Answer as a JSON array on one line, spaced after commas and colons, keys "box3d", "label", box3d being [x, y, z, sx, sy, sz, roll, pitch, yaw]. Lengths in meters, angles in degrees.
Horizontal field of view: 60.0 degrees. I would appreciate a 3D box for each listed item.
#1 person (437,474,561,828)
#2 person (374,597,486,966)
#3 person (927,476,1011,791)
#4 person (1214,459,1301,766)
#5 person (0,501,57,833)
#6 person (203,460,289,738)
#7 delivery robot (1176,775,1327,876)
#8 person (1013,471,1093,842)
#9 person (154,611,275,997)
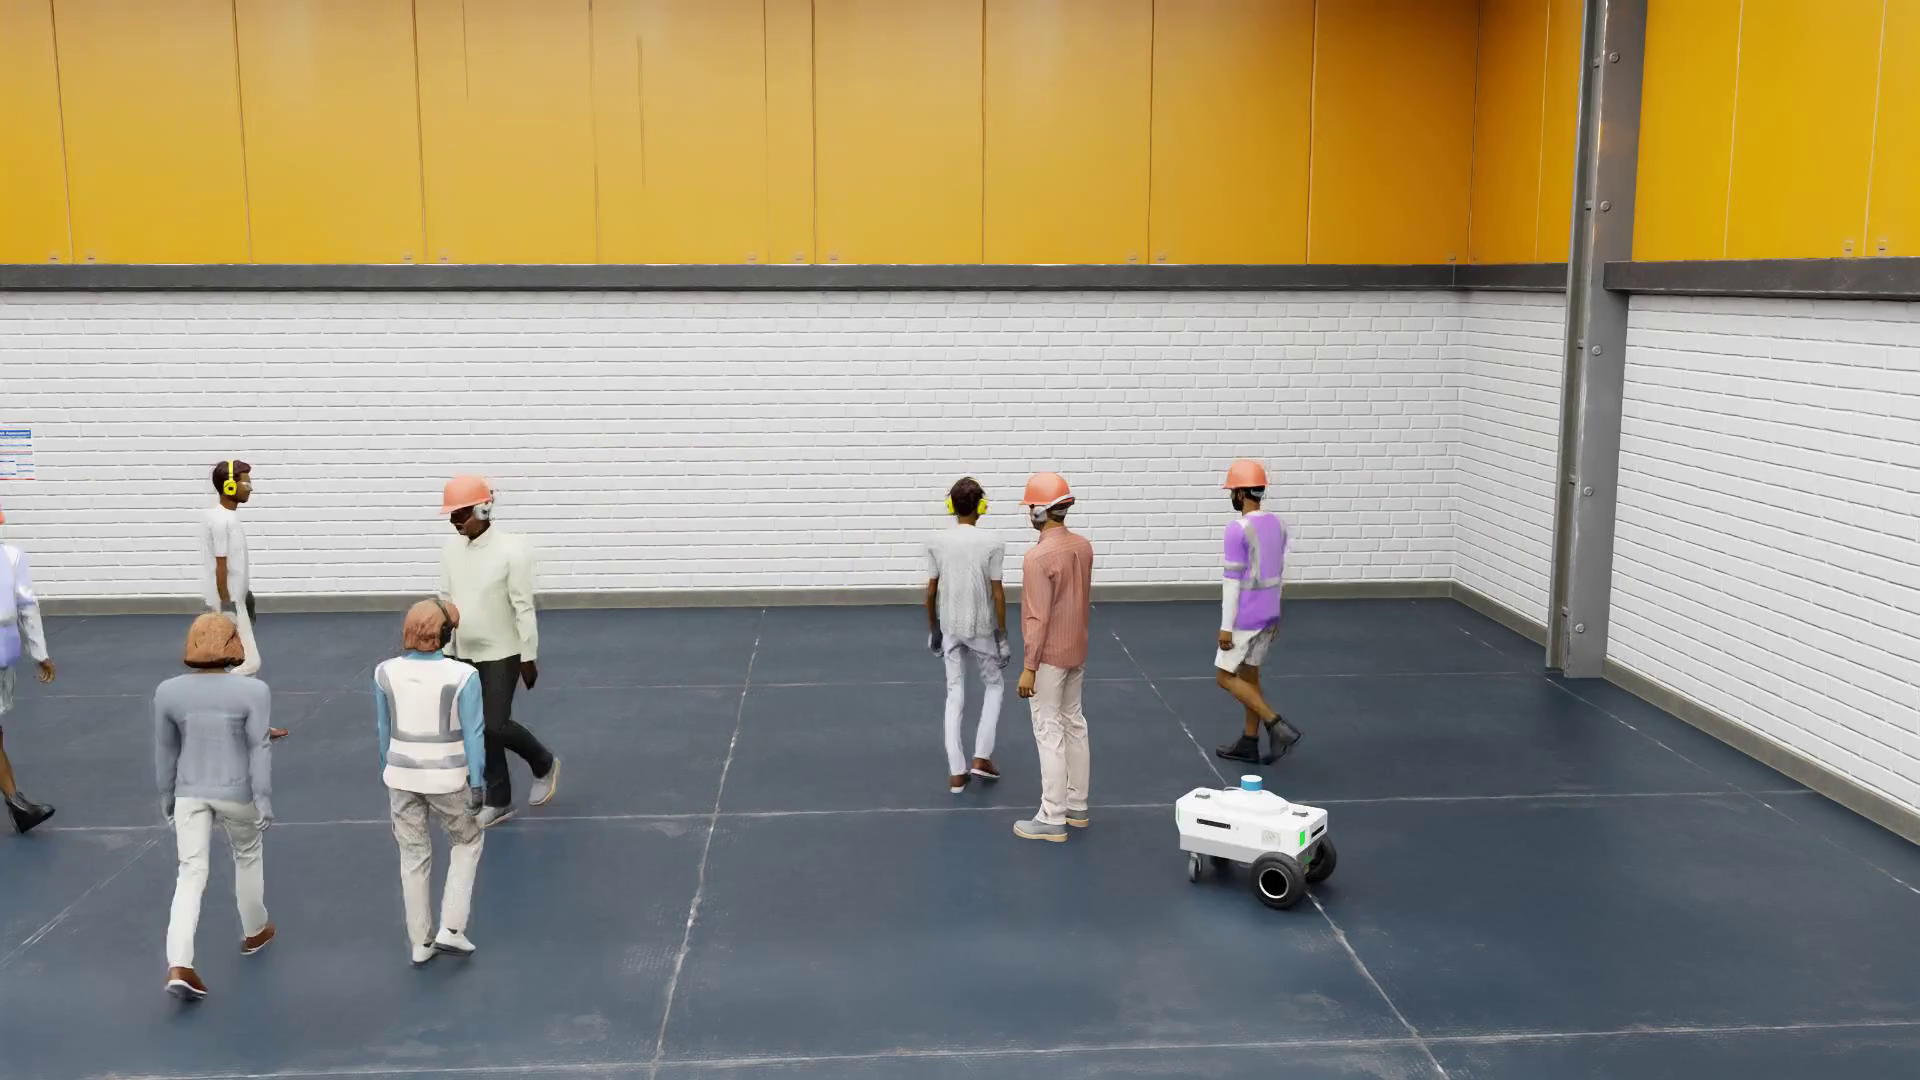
[{"box3d": [-2.567, 0.608, 9.158, 0.612, 1.966, 0.539, 5, 10, 30], "label": "person"}, {"box3d": [-2.315, 1.066, 7.308, 0.531, 1.624, 0.354, 1, 9, 7], "label": "person"}, {"box3d": [0.050, 0.554, 9.845, 0.562, 1.847, 0.508, 3, 10, 19], "label": "person"}, {"box3d": [1.824, 0.465, 10.180, 0.576, 1.916, 0.546, 8, 12, 41], "label": "person"}, {"box3d": [-5.278, 0.650, 9.105, 0.985, 1.882, 0.545, 5, 10, 28], "label": "person"}, {"box3d": [-4.645, 0.414, 10.689, 0.466, 1.857, 0.593, -3, 9, -16], "label": "person"}, {"box3d": [1.434, 1.409, 8.229, 0.707, 0.478, 0.477, 6, 11, 32], "label": "delivery robot"}, {"box3d": [0.490, 0.620, 8.975, 0.400, 1.989, 0.623, 6, 11, 32], "label": "person"}, {"box3d": [-3.218, 1.114, 7.138, 0.506, 1.593, 0.860, -1, 9, -5], "label": "person"}]
